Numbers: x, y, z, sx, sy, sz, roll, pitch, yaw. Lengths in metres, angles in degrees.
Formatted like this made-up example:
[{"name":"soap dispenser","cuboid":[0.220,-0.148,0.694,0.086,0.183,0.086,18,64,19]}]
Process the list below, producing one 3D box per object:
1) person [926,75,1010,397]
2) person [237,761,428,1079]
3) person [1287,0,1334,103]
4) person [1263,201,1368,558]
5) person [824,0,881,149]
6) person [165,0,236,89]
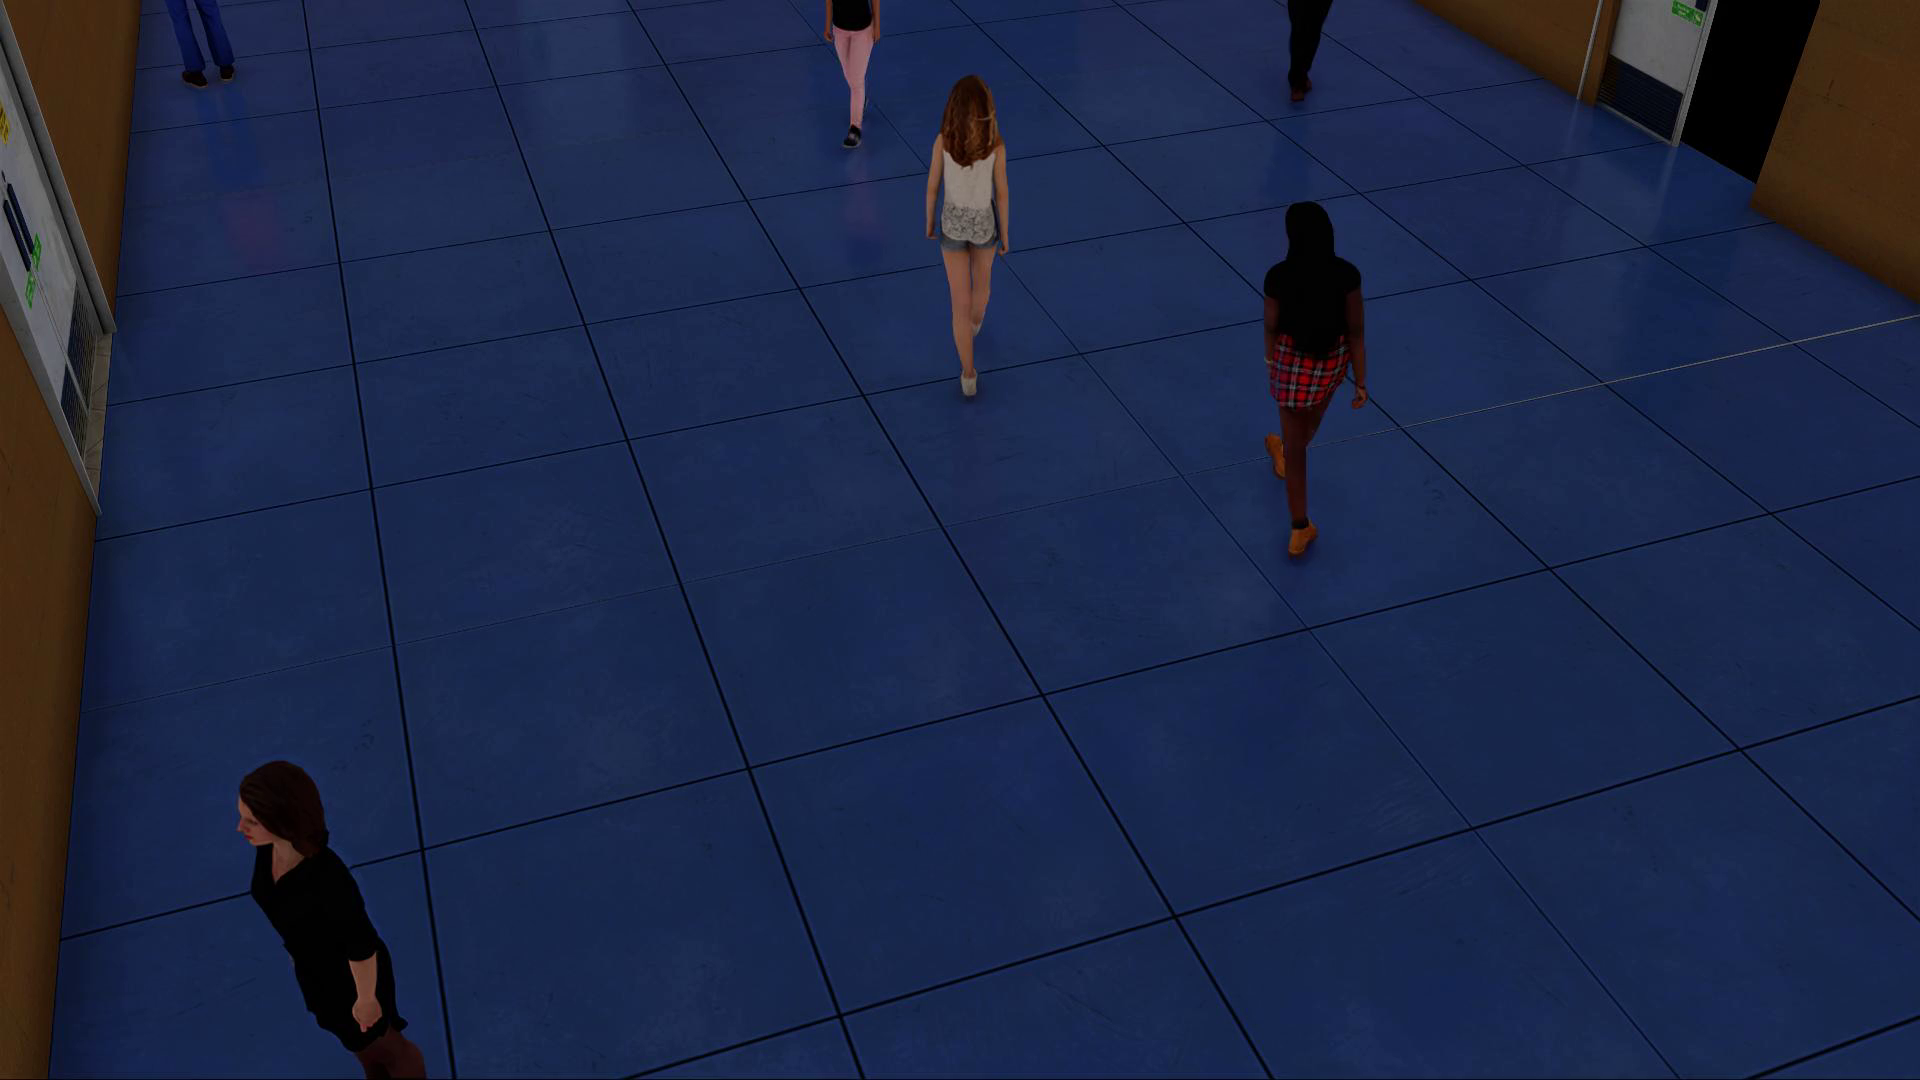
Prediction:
[{"name":"person","cuboid":[0.045,-1.577,8.930,1.090,1.723,0.901,-1,37,-1]},{"name":"person","cuboid":[-1.894,1.307,5.089,0.660,1.705,0.664,27,44,31]},{"name":"person","cuboid":[2.645,-4.235,12.465,0.942,1.732,0.904,-2,37,-3]},{"name":"person","cuboid":[1.663,-0.710,7.822,1.158,1.667,0.987,5,37,7]},{"name":"person","cuboid":[-0.747,-3.644,11.840,0.990,1.535,0.970,11,38,14]},{"name":"person","cuboid":[-5.899,-4.360,12.525,0.650,1.858,0.816,-24,43,-28]}]
